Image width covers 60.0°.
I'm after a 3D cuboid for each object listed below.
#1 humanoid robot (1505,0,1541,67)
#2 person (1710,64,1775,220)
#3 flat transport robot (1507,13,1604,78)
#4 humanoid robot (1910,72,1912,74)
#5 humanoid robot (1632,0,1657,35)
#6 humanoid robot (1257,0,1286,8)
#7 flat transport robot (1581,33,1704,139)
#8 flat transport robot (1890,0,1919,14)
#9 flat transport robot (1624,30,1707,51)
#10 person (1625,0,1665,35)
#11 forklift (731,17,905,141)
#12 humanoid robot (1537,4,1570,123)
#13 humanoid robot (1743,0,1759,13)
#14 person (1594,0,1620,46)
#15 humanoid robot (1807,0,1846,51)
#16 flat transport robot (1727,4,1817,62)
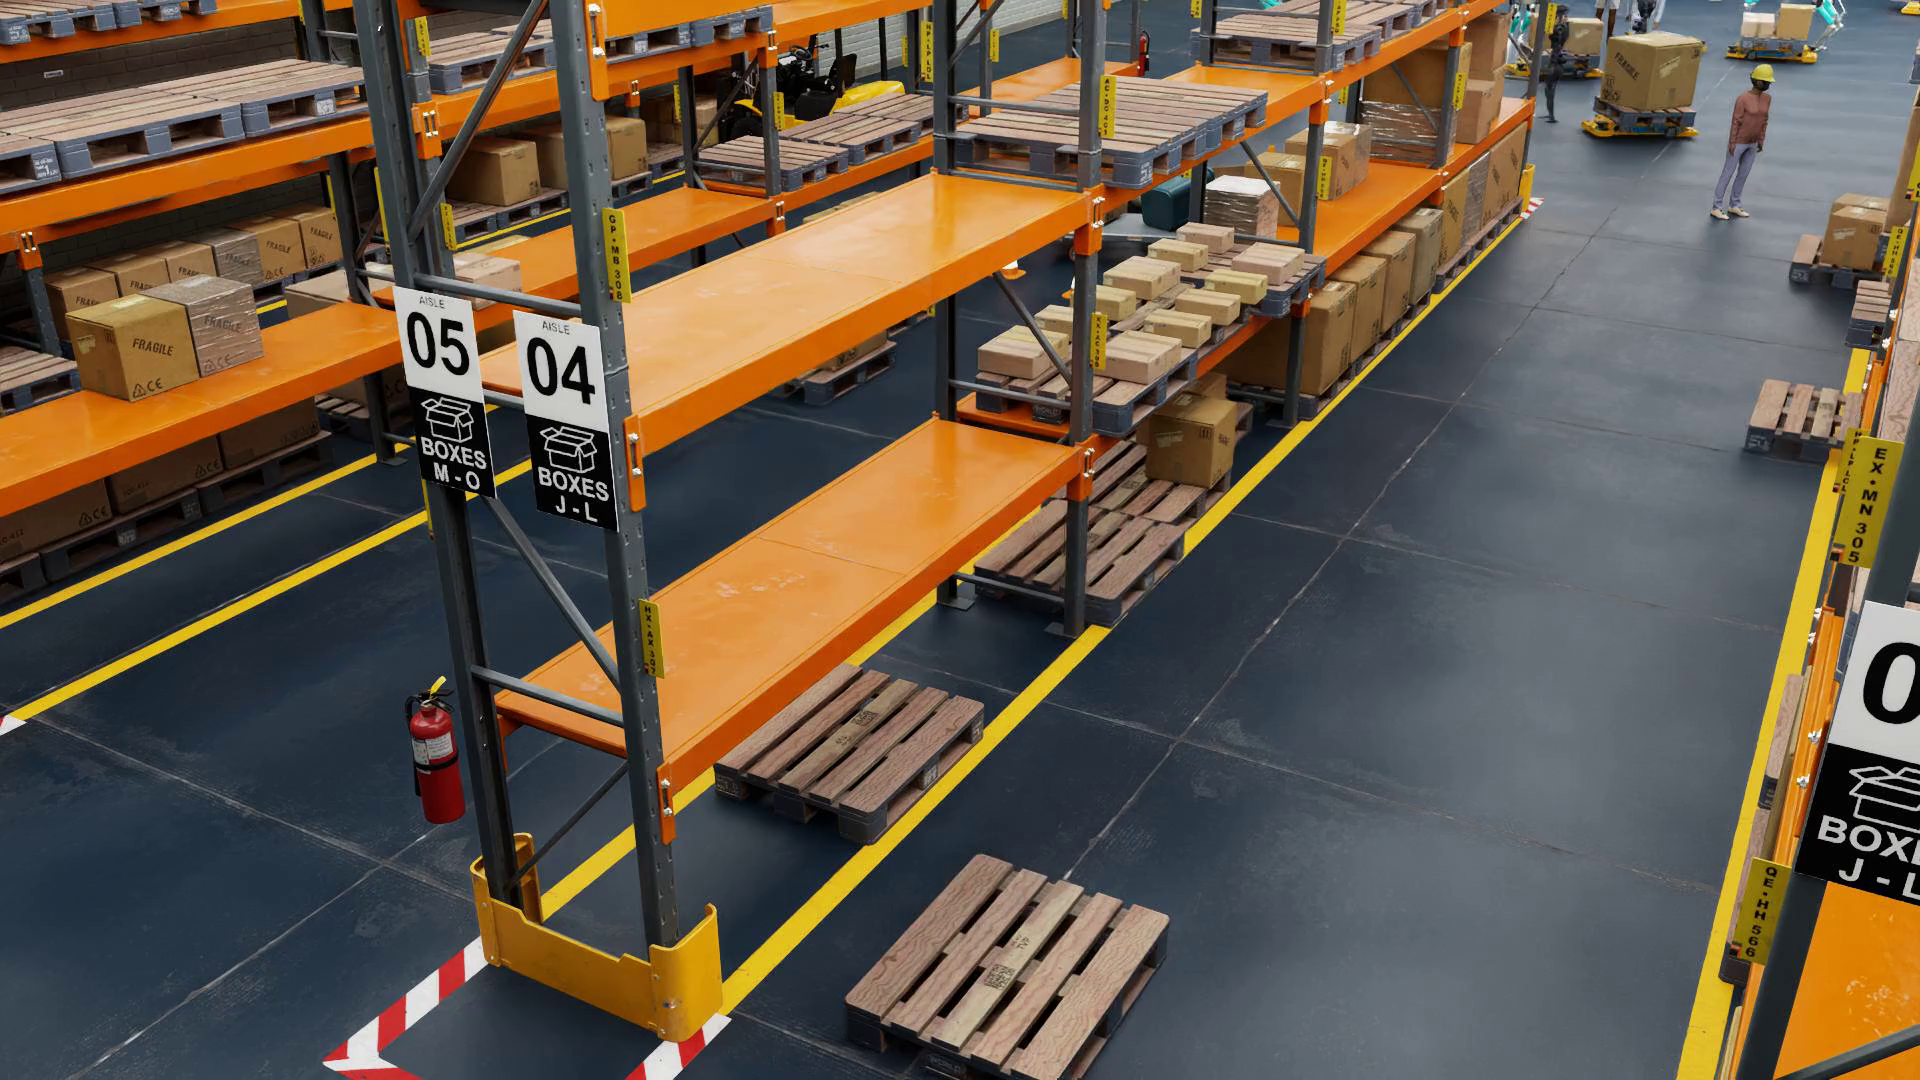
[{"bbox_3d":[9.483,-8.906,28.154,0.532,1.795,0.678,0,26,0],"label":"humanoid robot"},{"bbox_3d":[9.052,-4.572,19.129,0.522,1.761,0.340,-11,28,-21],"label":"person"},{"bbox_3d":[9.918,-7.855,27.664,1.431,0.231,0.659,2,26,3],"label":"flat transport robot"},{"bbox_3d":[16.065,-8.369,27.121,0.593,1.637,0.642,-21,33,-37],"label":"humanoid robot"},{"bbox_3d":[10.955,-8.150,26.656,0.487,1.641,0.589,9,27,19],"label":"humanoid robot"},{"bbox_3d":[5.759,-10.052,30.532,0.881,1.748,0.556,1,26,2],"label":"humanoid robot"},{"bbox_3d":[9.619,-5.868,23.535,1.431,0.231,0.659,0,26,0],"label":"flat transport robot"},{"bbox_3d":[19.784,-10.940,34.074,0.659,0.231,1.431,18,31,33],"label":"flat transport robot"},{"bbox_3d":[12.712,-9.003,30.049,0.659,0.231,1.431,-10,27,-20],"label":"flat transport robot"},{"bbox_3d":[11.380,-8.740,27.680,0.599,1.849,0.942,13,28,25],"label":"person"},{"bbox_3d":[-1.819,-5.975,21.543,2.313,2.155,1.214,14,29,26],"label":"forklift"},{"bbox_3d":[8.597,-6.876,24.011,0.325,1.650,0.613,7,27,14],"label":"humanoid robot"},{"bbox_3d":[15.159,-10.507,31.593,0.734,1.878,0.541,3,26,5],"label":"humanoid robot"},{"bbox_3d":[11.789,-9.990,30.144,0.603,1.966,0.368,21,33,37],"label":"person"},{"bbox_3d":[15.345,-9.495,29.272,0.530,1.702,0.733,-13,29,-25],"label":"humanoid robot"},{"bbox_3d":[14.218,-8.561,29.130,1.431,0.231,0.659,10,28,20],"label":"flat transport robot"}]
